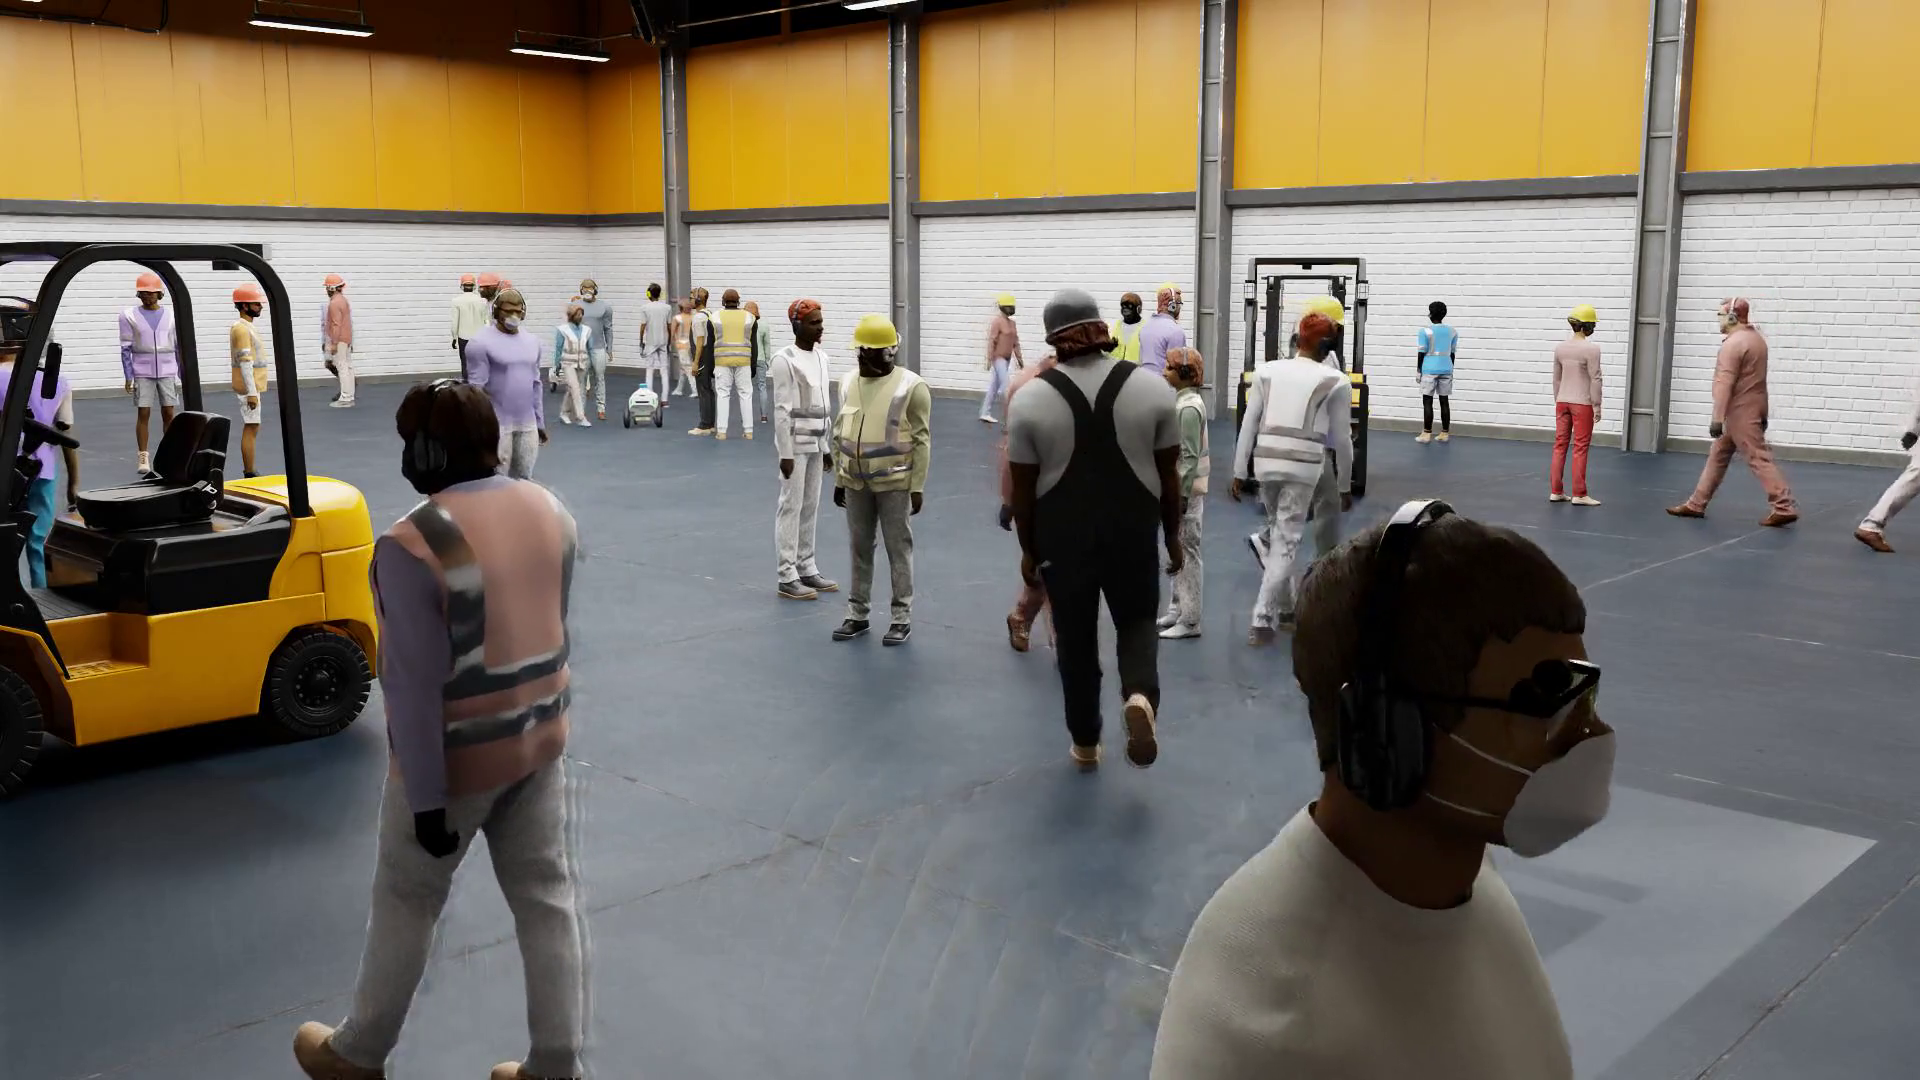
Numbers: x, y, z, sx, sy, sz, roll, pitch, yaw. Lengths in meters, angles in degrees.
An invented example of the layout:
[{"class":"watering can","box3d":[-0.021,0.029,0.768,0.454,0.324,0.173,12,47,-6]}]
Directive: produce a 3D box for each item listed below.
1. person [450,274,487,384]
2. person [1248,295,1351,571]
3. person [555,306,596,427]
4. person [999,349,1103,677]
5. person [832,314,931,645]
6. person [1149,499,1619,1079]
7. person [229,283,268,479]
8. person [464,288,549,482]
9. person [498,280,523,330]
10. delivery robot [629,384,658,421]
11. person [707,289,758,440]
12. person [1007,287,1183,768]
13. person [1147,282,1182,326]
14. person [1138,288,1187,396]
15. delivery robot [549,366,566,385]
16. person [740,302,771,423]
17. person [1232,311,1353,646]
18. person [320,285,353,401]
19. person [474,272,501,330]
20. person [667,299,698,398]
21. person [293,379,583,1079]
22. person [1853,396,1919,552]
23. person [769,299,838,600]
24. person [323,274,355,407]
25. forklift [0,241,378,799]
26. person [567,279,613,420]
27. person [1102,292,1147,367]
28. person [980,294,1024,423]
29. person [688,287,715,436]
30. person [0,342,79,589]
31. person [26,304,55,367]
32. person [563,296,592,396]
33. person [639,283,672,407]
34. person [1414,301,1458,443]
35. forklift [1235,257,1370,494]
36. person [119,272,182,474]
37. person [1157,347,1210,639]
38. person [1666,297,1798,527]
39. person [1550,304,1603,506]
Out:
[{"class":"person","box3d":[-7.766,-3.219,26.390,0.622,1.992,0.396,-6,11,-31]},{"class":"person","box3d":[2.279,-0.641,10.870,0.745,1.904,0.591,5,10,26]},{"class":"person","box3d":[-5.116,-2.301,21.990,0.859,1.593,0.523,9,13,44]},{"class":"person","box3d":[0.497,-0.265,8.716,0.659,1.863,0.928,-6,11,-32]},{"class":"person","box3d":[-0.457,-0.330,9.199,0.586,1.825,0.404,5,10,27]},{"class":"person","box3d":[0.318,0.899,1.485,1.024,1.895,0.642,5,11,30]},{"class":"person","box3d":[-6.608,-1.421,15.538,0.356,1.938,0.543,-4,10,-22]},{"class":"person","box3d":[-3.188,-0.806,11.785,0.370,1.934,0.627,7,11,35]},{"class":"person","box3d":[-7.630,-3.416,27.925,0.547,1.905,0.924,-4,10,-24]},{"class":"delivery robot","box3d":[-4.159,-1.810,21.864,0.477,0.478,0.707,-1,9,-7]},{"class":"person","box3d":[-2.769,-2.135,20.257,0.621,1.835,0.430,-2,10,-14]},{"class":"person","box3d":[0.552,-0.038,6.745,0.740,2.000,0.720,0,9,0]},{"class":"person","box3d":[2.221,-1.821,18.022,0.363,1.928,0.587,7,11,35]},{"class":"person","box3d":[1.895,-1.357,15.274,0.402,1.902,0.639,-4,10,-24]},{"class":"delivery robot","box3d":[-6.698,-2.816,28.037,0.477,0.478,0.707,-1,9,-3]},{"class":"person","box3d":[-2.792,-2.384,22.374,0.498,1.634,0.280,-4,10,-21]},{"class":"person","box3d":[1.879,-0.351,9.300,0.589,1.828,0.863,7,11,35]},{"class":"person","box3d":[-9.746,-3.135,26.066,0.584,1.929,0.531,2,10,15]},{"class":"person","box3d":[-6.048,-2.433,21.473,0.813,2.020,0.663,-6,11,-33]},{"class":"person","box3d":[-4.438,-3.090,26.845,0.844,1.596,0.519,8,12,39]},{"class":"person","box3d":[-1.280,0.511,4.103,0.808,1.810,0.632,5,11,29]},{"class":"person","box3d":[7.161,-0.807,12.114,1.106,1.838,0.648,4,10,23]},{"class":"person","box3d":[-0.983,-0.576,10.527,0.362,1.882,0.576,4,10,25]},{"class":"person","box3d":[-9.314,-2.983,24.940,0.387,1.996,0.611,-1,9,-4]},{"class":"forklift","box3d":[-3.706,-0.171,7.093,1.214,2.155,2.313,9,13,43]},{"class":"person","box3d":[-5.061,-2.599,22.780,0.627,1.934,0.372,-2,9,-11]},{"class":"person","box3d":[1.676,-1.507,16.361,0.624,1.844,0.430,4,10,25]},{"class":"person","box3d":[0.613,-2.399,22.147,0.885,1.722,0.548,6,11,31]},{"class":"person","box3d":[-3.218,-2.216,20.698,0.345,1.846,0.508,1,9,7]},{"class":"person","box3d":[-5.090,-0.298,9.021,0.595,1.809,0.501,-7,12,-37]},{"class":"person","box3d":[-12.683,-2.464,22.906,0.674,1.612,0.499,9,13,44]},{"class":"person","box3d":[-6.225,-3.164,27.155,0.507,1.633,0.278,-3,10,-16]},{"class":"person","box3d":[-4.560,-2.912,24.905,0.518,1.869,0.367,-5,10,-26]},{"class":"person","box3d":[5.680,-1.999,19.847,0.537,1.691,0.321,-3,10,-18]},{"class":"forklift","box3d":[3.309,-1.629,16.029,1.214,2.155,2.313,2,9,11]},{"class":"person","box3d":[-8.170,-1.693,16.896,0.608,2.040,0.394,-6,11,-34]},{"class":"person","box3d":[1.250,-0.266,9.370,0.307,1.641,0.513,0,9,0]},{"class":"person","box3d":[6.341,-1.033,13.473,1.034,1.853,0.656,8,12,39]},{"class":"person","box3d":[5.429,-1.184,14.614,0.313,1.769,0.525,-4,10,-25]}]
